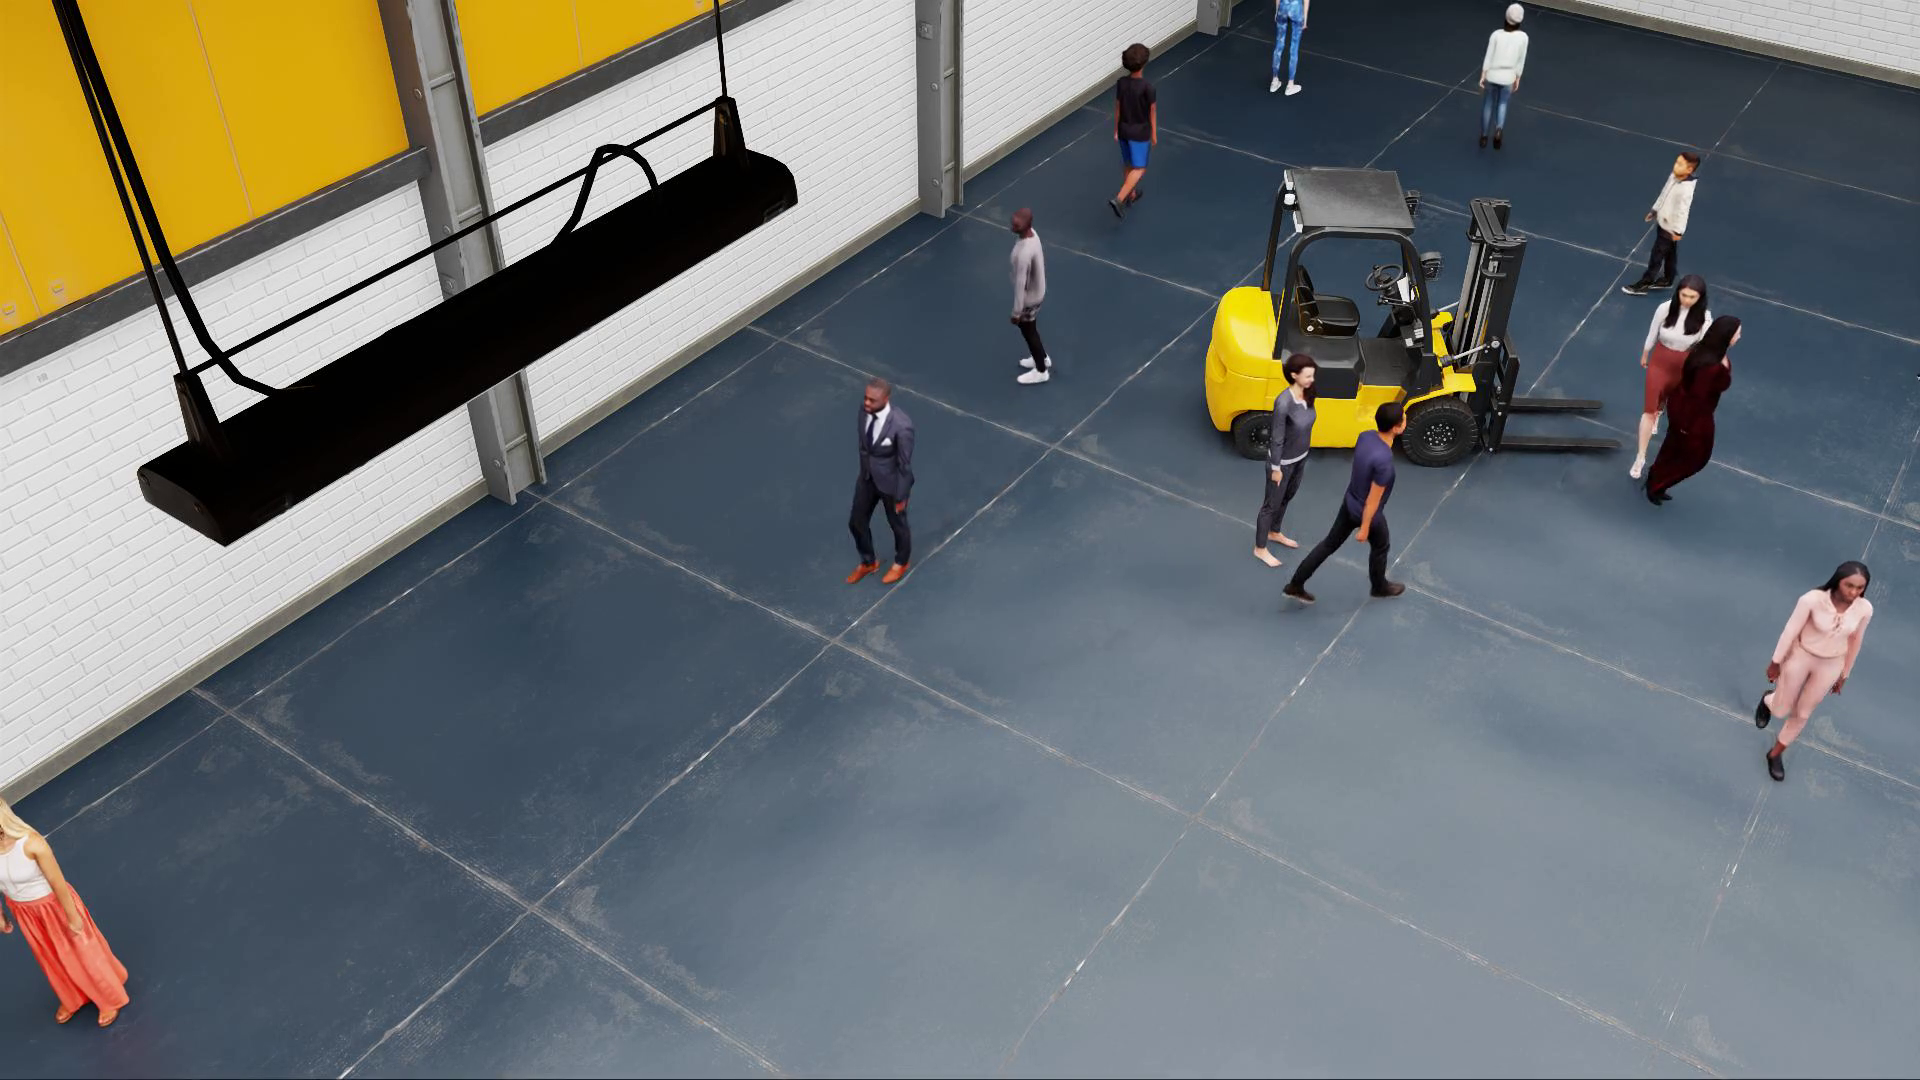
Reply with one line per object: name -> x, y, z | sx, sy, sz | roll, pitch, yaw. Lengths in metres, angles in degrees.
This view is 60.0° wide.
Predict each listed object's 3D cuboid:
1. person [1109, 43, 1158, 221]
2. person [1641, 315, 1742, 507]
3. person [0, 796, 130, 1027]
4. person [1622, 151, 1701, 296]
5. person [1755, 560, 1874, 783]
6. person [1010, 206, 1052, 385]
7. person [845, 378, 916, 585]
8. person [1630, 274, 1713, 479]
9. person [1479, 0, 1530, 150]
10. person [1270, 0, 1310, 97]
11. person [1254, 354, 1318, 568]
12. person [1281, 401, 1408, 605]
person -> 1.736, -4.101, 16.821 | 0.603, 1.779, 1.002 | 24, 44, 27
person -> 5.600, -0.999, 12.968 | 0.809, 1.740, 0.689 | 10, 40, 12
person -> -5.040, 2.015, 9.145 | 0.720, 1.801, 0.739 | 3, 39, 4
person -> 6.785, -2.989, 15.701 | 0.851, 1.438, 0.823 | 2, 39, 2
person -> 5.484, 0.774, 10.770 | 0.836, 1.712, 0.956 | 6, 39, 7
person -> 0.653, -2.104, 14.349 | 0.856, 1.743, 0.754 | 10, 40, 13
person -> -0.497, -0.474, 12.256 | 0.763, 1.808, 0.770 | 30, 47, 32
person -> 5.777, -1.416, 13.519 | 0.778, 1.703, 1.163 | 14, 41, 17
person -> 5.874, -4.985, 18.044 | 0.771, 1.634, 0.900 | 6, 39, 7
person -> 3.834, -6.060, 19.269 | 0.547, 1.785, 0.551 | 23, 44, 26
person -> 2.445, -0.628, 12.478 | 0.673, 1.771, 0.462 | 26, 45, 28
person -> 2.802, -0.204, 11.970 | 1.246, 1.743, 1.157 | -8, 39, -9
